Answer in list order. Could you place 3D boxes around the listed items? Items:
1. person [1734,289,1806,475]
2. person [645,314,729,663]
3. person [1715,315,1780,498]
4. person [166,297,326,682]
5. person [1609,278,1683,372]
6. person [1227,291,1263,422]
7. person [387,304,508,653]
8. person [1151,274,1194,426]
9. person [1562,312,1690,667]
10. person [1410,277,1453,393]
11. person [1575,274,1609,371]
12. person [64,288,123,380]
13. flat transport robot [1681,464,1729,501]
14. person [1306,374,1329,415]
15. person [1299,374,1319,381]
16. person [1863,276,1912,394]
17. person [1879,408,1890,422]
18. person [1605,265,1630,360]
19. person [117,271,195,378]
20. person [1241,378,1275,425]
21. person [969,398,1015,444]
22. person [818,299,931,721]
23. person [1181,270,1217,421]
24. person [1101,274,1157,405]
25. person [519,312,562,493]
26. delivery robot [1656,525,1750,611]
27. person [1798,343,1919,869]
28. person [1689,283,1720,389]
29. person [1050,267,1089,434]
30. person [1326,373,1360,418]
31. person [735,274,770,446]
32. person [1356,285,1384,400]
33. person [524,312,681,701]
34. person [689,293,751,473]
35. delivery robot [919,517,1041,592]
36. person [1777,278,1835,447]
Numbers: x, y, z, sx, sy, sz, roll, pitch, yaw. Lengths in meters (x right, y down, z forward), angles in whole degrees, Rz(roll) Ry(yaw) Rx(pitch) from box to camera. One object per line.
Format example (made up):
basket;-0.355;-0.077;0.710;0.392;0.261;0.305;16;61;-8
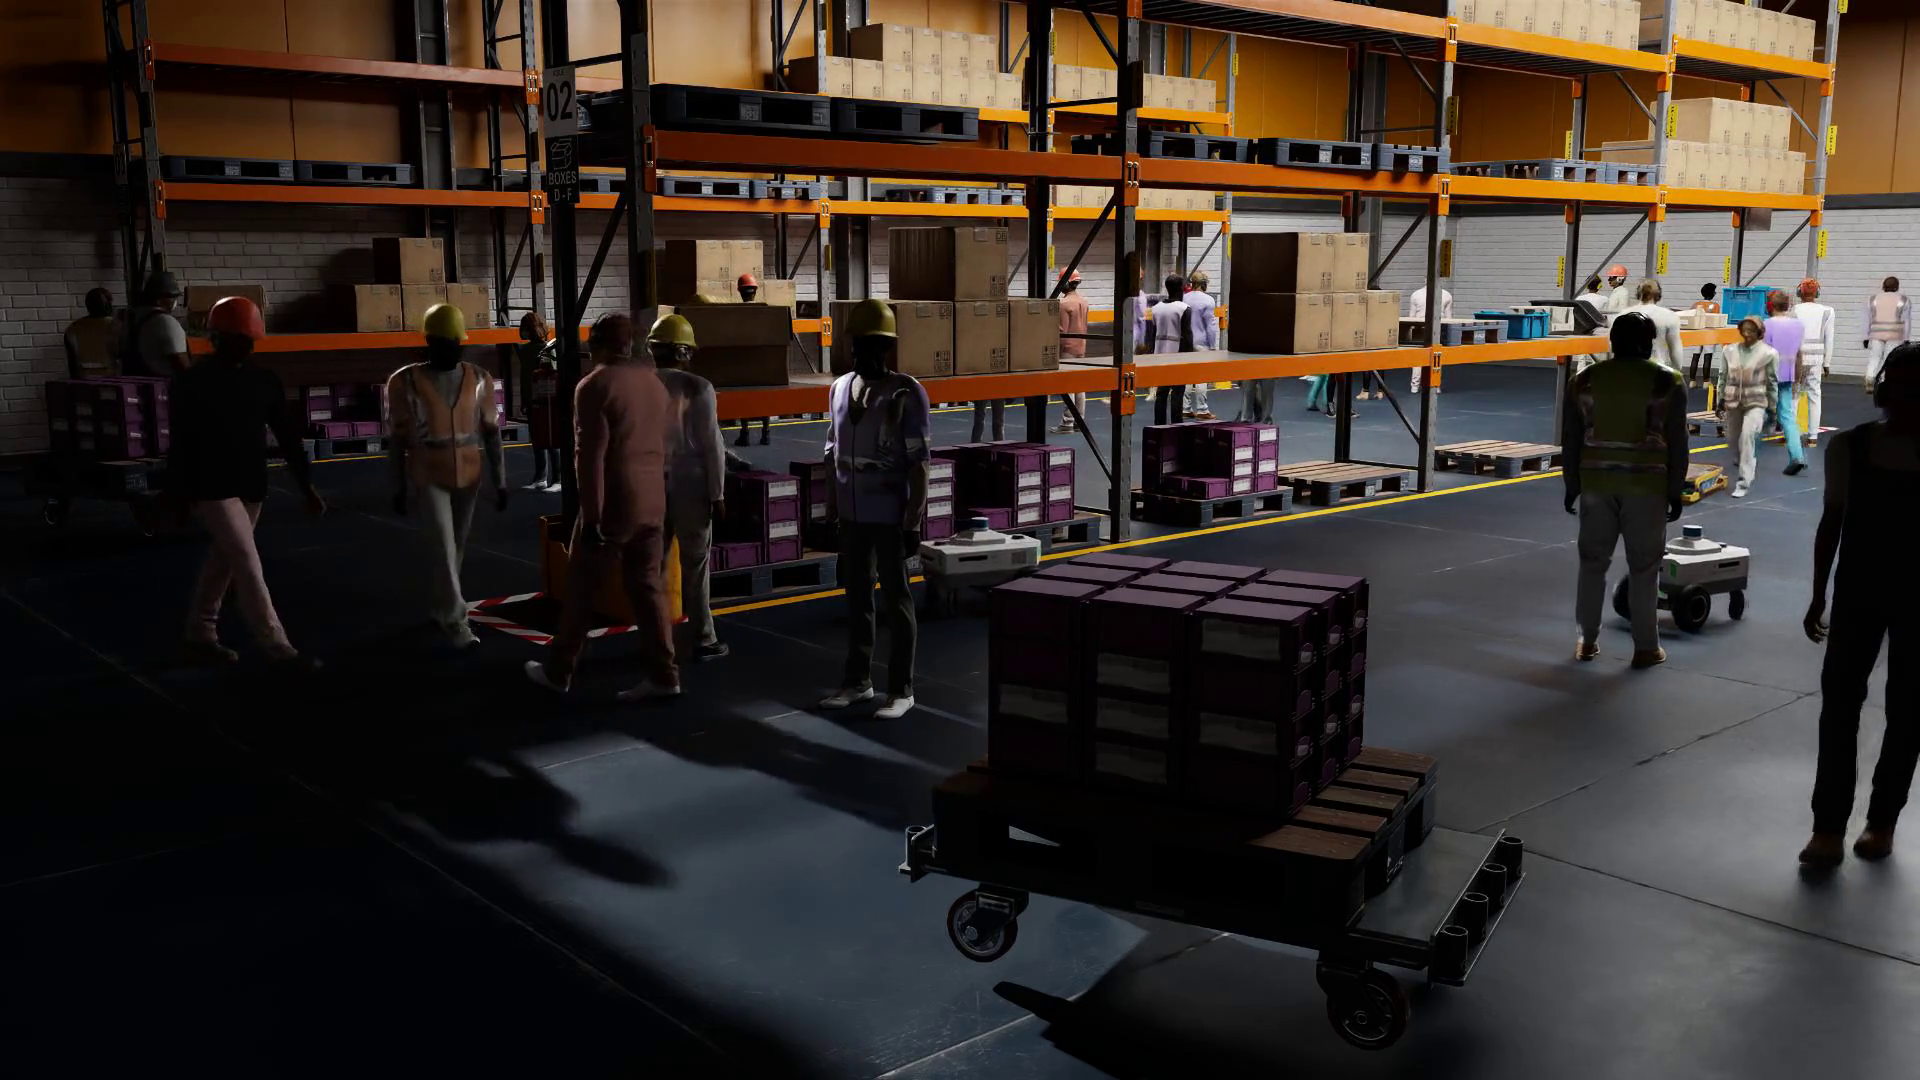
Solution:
person;8.021;-1.554;16.324;0.577;1.812;0.928;-1;10;-7
person;-1.491;-0.264;8.723;0.586;1.823;0.403;3;10;16
person;7.042;-1.207;14.844;0.691;1.608;0.508;-9;13;-41
person;-3.653;-0.254;8.400;1.065;1.930;0.625;5;11;25
person;6.872;-1.641;16.578;0.635;1.899;0.929;9;13;43
person;3.627;-2.381;20.926;0.548;1.902;0.868;9;13;41
person;-2.805;-0.351;9.119;0.590;1.875;1.024;-7;12;-36
person;2.416;-2.058;18.946;0.392;1.919;0.592;-8;13;-39
person;3.459;-0.260;8.663;0.619;1.839;0.430;7;12;34
person;7.276;-3.201;25.723;0.649;1.895;0.401;3;10;16
person;9.126;-2.914;24.099;0.521;1.873;0.334;6;11;31
person;-7.606;-1.321;14.855;0.626;1.846;0.429;0;10;3
flat transport robot;6.358;-0.536;14.850;0.652;0.197;1.431;7;12;36
person;4.913;-2.543;22.384;0.649;1.720;0.593;9;13;43
person;6.035;-3.539;28.430;0.307;1.641;0.514;-2;10;-11
person;13.928;-3.045;24.996;0.630;1.829;0.476;8;13;39
person;6.075;-0.584;10.375;0.637;1.889;1.011;4;10;21
person;9.654;-3.048;24.520;0.375;1.995;0.611;1;10;6
person;-6.668;-1.298;14.137;0.695;2.000;0.965;6;12;33
person;3.432;-1.994;19.086;0.486;1.743;0.299;4;10;20
person;0.275;-1.445;15.522;0.521;1.865;0.328;5;11;27
person;-0.401;-0.139;7.674;0.587;1.930;0.361;7;12;36
person;3.080;-2.507;21.515;0.372;1.940;0.631;-7;12;-37
person;2.492;-2.933;23.807;0.958;2.017;0.605;-4;10;-20
person;-3.800;-1.237;15.009;0.497;1.626;0.287;8;13;40
delivery robot;4.251;0.158;9.685;0.707;0.478;0.477;-5;11;-28
person;3.167;0.249;5.706;0.541;1.822;0.759;7;12;36
person;11.918;-3.254;26.600;0.317;1.696;0.537;-5;11;-26
person;1.314;-2.271;19.967;0.381;1.994;0.622;6;12;33
person;5.061;-2.581;21.880;0.603;1.963;0.368;-4;10;-22
person;-2.355;-2.012;18.650;0.543;1.928;0.373;-4;11;-23
person;6.091;-2.906;24.563;0.532;1.696;0.319;-3;10;-18
person;-1.701;-0.150;7.984;0.871;1.859;0.711;4;11;25
person;-2.127;-1.234;14.429;0.608;1.810;0.605;-5;11;-27
delivery robot;0.117;0.105;9.993;0.707;0.478;0.477;-4;11;-24
person;9.395;-1.968;18.522;0.572;1.883;0.353;2;10;11
